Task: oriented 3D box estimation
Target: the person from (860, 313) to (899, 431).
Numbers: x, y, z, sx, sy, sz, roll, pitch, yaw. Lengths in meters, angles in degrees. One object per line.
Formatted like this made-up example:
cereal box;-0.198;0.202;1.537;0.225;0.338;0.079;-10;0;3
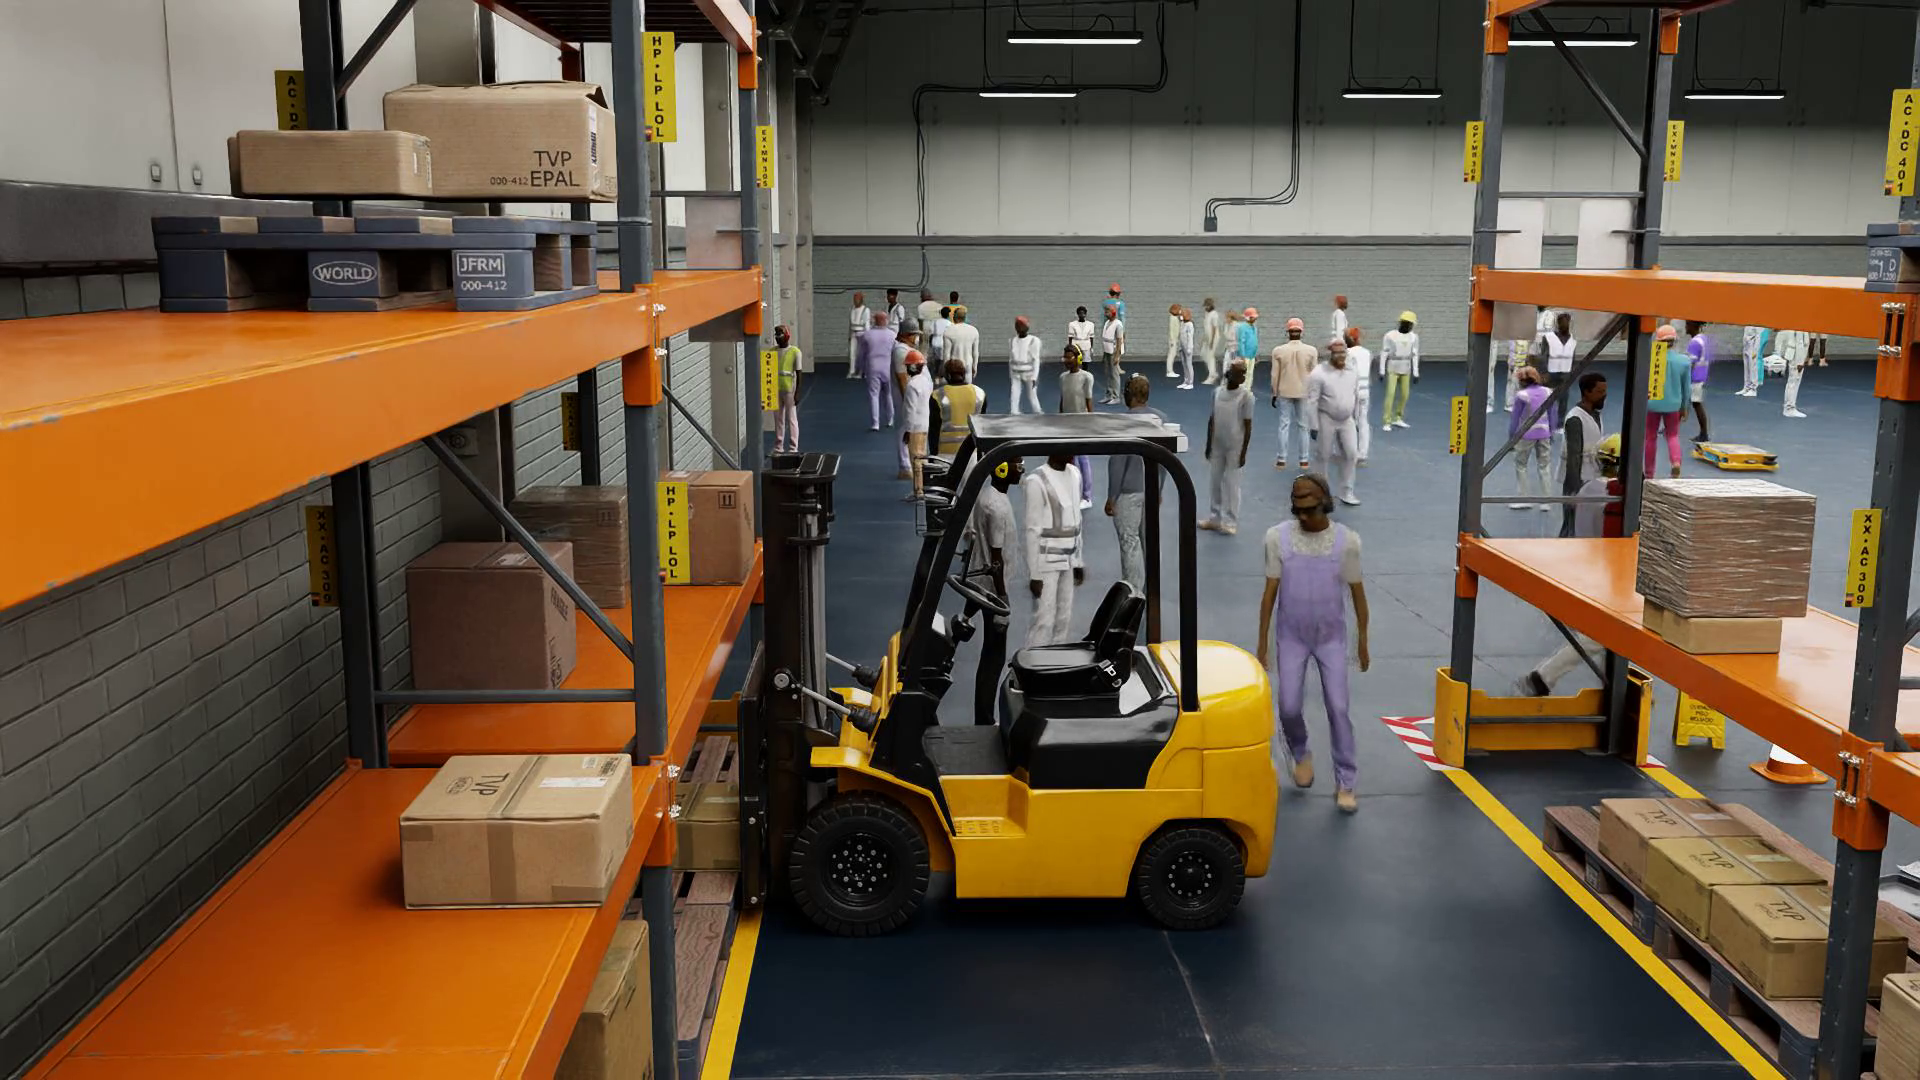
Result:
person;-1.278;-2.696;26.607;0.650;1.852;0.985;0;10;-1

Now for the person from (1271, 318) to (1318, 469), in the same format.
person;4.397;-1.923;21.905;0.610;1.993;0.380;1;10;8

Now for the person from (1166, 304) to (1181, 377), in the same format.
person;4.746;-4.420;36.849;0.289;1.624;0.515;3;11;18

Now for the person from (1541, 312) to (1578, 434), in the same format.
person;9.340;-2.620;26.053;0.592;1.901;0.741;-1;10;-4

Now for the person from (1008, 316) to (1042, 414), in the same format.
person;1.007;-2.522;25.631;0.573;1.858;0.919;5;11;27

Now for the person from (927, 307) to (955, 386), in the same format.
person;-0.390;-4.031;34.638;0.579;1.640;0.867;4;11;22

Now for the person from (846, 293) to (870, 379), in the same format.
person;-2.223;-4.470;36.416;0.602;1.877;0.405;7;12;34

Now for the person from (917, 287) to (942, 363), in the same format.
person;-0.604;-4.604;36.709;0.715;2.000;0.857;-8;13;-37

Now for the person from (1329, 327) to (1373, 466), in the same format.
person;5.238;-1.932;22.354;0.593;1.843;0.849;-6;12;-31

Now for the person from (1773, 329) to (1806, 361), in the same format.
person;19.981;-5.139;40.085;0.944;1.898;0.616;2;10;11

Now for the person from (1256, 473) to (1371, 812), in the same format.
person;1.876;0.522;8.808;0.602;1.806;0.541;3;11;15

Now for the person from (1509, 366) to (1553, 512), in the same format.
person;6.391;-1.119;18.502;0.558;1.609;0.423;-3;11;-16

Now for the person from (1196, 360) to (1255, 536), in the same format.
person;2.696;-0.938;16.968;0.320;1.814;0.680;-10;14;-43

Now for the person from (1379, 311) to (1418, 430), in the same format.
person;6.972;-2.692;26.548;0.665;1.899;0.451;-4;11;-19

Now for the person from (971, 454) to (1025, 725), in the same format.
person;0.227;0.320;9.798;0.328;1.862;0.503;-1;10;-5

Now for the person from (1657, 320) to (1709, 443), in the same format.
person;10.795;-2.410;24.800;0.914;1.923;0.619;6;12;30

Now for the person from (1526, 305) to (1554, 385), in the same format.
person;12.027;-4.140;34.554;0.992;1.882;0.548;-6;12;-30

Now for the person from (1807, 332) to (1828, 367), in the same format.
person;20.668;-5.185;39.967;0.392;2.034;0.605;-9;14;-42

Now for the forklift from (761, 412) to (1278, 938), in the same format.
forklift;0.291;0.548;7.580;2.313;2.155;1.214;0;10;-2

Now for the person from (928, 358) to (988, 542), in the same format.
person;-0.043;-0.886;16.559;0.626;1.842;0.429;-4;11;-24

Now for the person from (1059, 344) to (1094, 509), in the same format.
person;1.288;-1.269;18.655;0.326;1.861;0.498;-10;14;-44

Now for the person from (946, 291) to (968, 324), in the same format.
person;-0.112;-4.440;36.136;0.591;1.918;0.383;-4;11;-20

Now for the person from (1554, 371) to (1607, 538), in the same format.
person;5.222;-0.472;14.032;0.371;1.916;0.597;7;12;34

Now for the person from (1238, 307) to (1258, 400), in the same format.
person;5.454;-3.501;31.356;0.327;1.753;0.563;8;13;37

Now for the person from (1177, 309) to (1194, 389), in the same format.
person;4.608;-3.896;33.929;0.287;1.629;0.500;-3;11;-16

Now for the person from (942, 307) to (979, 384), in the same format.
person;-0.001;-2.784;26.853;0.636;1.939;0.365;-5;11;-24

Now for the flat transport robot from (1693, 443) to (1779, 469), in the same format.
flat transport robot;10.376;-1.126;22.263;0.652;0.197;1.431;1;10;7

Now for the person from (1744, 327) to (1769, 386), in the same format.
person;16.609;-4.117;34.576;0.349;1.835;0.520;9;13;40

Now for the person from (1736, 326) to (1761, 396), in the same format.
person;15.367;-3.675;32.361;0.318;1.742;0.492;0;10;2

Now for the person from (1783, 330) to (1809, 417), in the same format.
person;14.350;-3.072;28.514;0.383;1.918;0.597;3;11;18

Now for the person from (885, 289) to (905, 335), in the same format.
person;-1.478;-4.582;36.790;0.361;1.964;0.613;-8;13;-38

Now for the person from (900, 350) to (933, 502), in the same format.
person;-0.513;-1.305;19.184;0.342;1.736;0.603;4;11;20

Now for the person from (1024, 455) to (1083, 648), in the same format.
person;0.603;0.157;10.658;0.352;1.876;0.576;6;12;31

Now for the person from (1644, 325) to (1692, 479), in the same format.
person;8.625;-1.644;20.392;0.633;1.974;0.647;1;10;5

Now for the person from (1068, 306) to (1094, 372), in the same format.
person;2.432;-3.843;33.424;0.533;1.697;0.322;-1;10;-4

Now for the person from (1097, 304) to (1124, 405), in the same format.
person;2.803;-3.408;30.595;0.389;1.843;0.566;-4;11;-22

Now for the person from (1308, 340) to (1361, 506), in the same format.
person;4.277;-1.309;18.791;0.685;1.878;0.773;-3;11;-15

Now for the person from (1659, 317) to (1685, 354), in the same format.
person;16.544;-4.953;38.655;0.727;2.000;0.561;-8;13;-38

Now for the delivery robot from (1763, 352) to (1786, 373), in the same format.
delivery robot;17.932;-3.894;36.634;0.477;0.478;0.707;2;11;13

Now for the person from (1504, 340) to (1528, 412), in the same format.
person;9.837;-3.082;29.362;0.312;1.637;0.532;9;14;41

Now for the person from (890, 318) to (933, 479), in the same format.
person;-0.613;-1.802;21.097;0.539;2.000;0.688;0;10;1

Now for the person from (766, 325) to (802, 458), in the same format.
person;-2.421;-2.044;22.988;0.565;1.846;0.390;7;12;33

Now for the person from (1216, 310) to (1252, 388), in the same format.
person;5.612;-3.885;33.926;0.795;1.607;0.536;-6;12;-30

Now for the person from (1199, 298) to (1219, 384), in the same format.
person;5.237;-4.163;34.869;0.386;1.819;0.515;-4;11;-19

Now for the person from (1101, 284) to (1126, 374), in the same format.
person;3.493;-4.763;37.593;0.616;2.040;0.382;8;13;39

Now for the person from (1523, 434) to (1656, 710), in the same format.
person;4.017;0.220;10.505;0.822;1.793;0.589;0;10;0

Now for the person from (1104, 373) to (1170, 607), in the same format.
person;1.418;-0.376;13.442;0.630;1.940;0.371;-8;13;-39
